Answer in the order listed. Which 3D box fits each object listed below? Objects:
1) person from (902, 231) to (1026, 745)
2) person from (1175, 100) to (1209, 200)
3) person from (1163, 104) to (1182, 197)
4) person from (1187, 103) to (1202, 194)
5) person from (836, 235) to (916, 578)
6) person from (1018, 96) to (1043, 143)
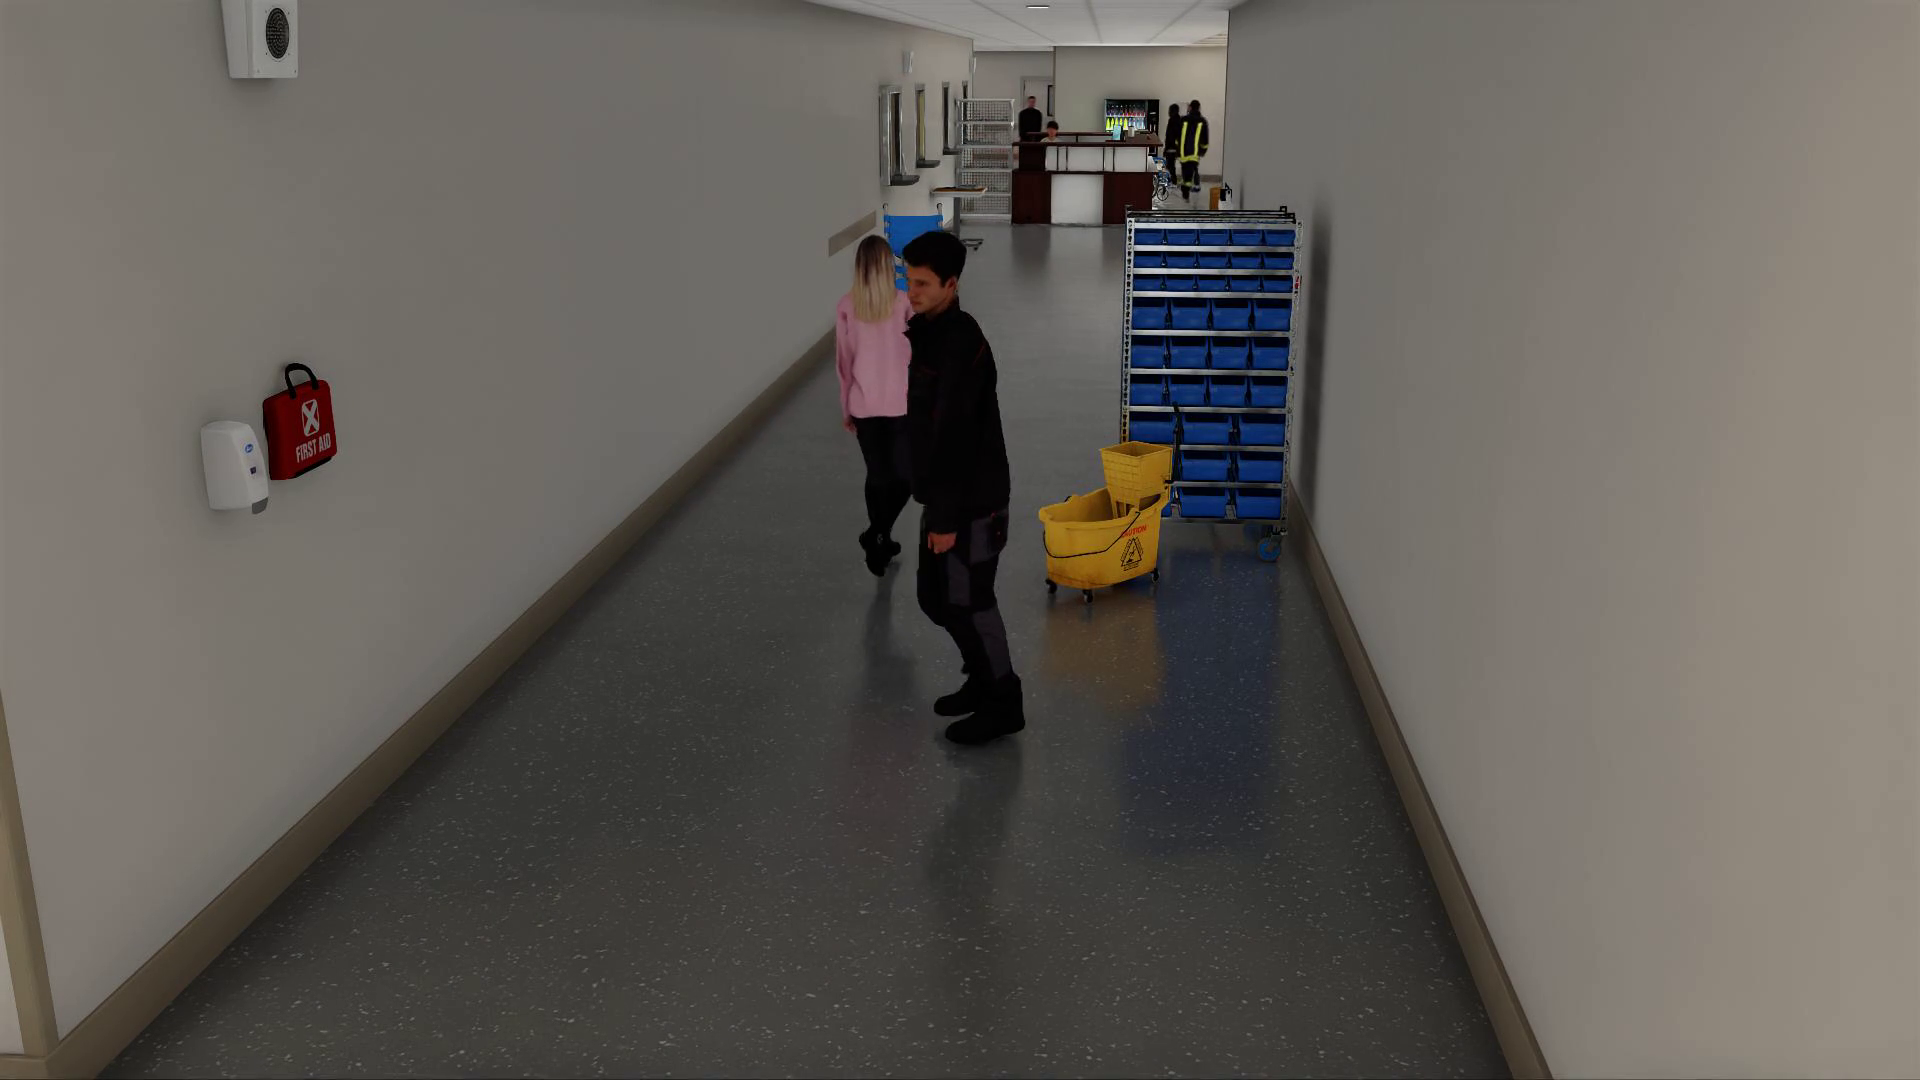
[{"bbox_3d":[0.056,-0.164,6.065,0.815,1.899,0.819,1,16,2],"label":"person"},{"bbox_3d":[4.507,-7.635,32.609,0.945,1.874,0.973,5,16,16],"label":"person"},{"bbox_3d":[4.380,-7.847,33.491,0.802,1.805,0.794,9,18,29],"label":"person"},{"bbox_3d":[4.903,-8.051,34.227,0.866,1.799,0.870,10,19,33],"label":"person"},{"bbox_3d":[-0.386,-0.629,8.138,0.973,1.669,0.766,4,16,13],"label":"person"},{"bbox_3d":[1.549,-9.049,37.637,1.146,1.869,0.774,1,16,2],"label":"person"}]
